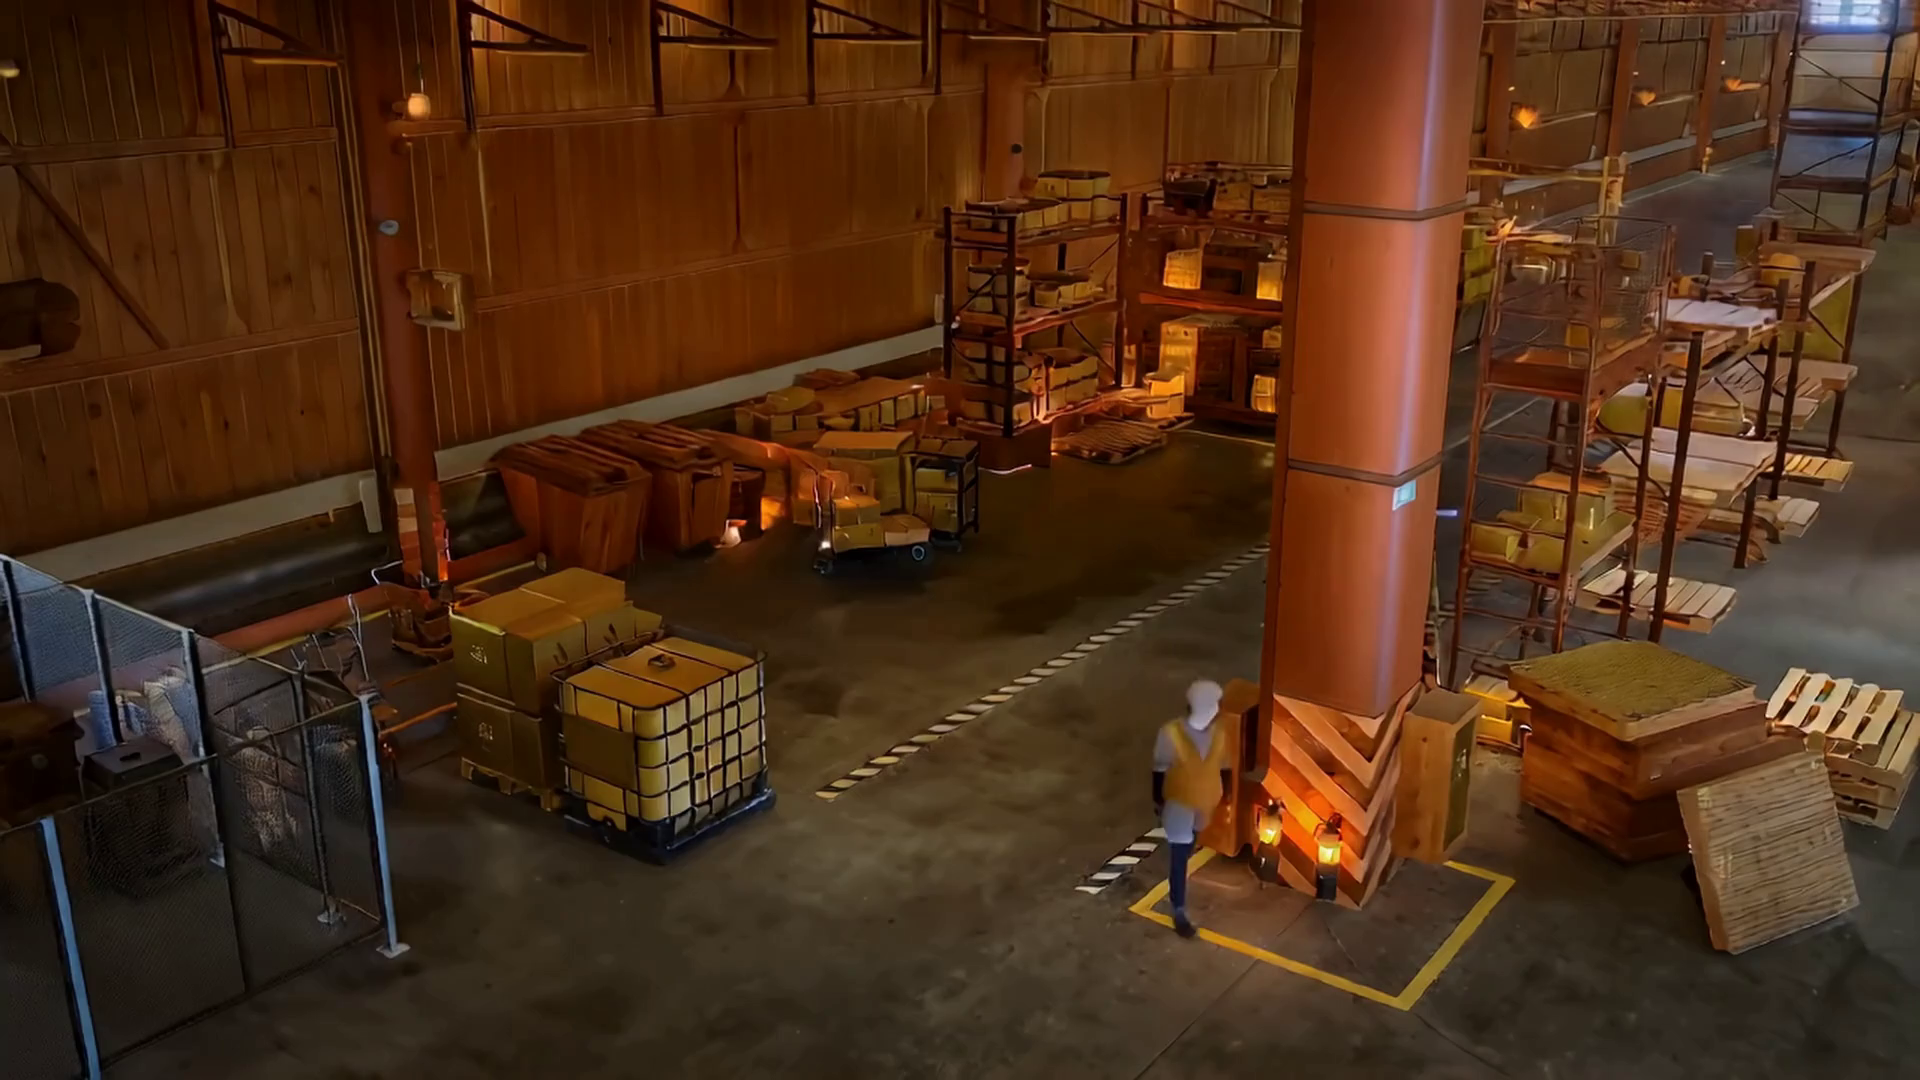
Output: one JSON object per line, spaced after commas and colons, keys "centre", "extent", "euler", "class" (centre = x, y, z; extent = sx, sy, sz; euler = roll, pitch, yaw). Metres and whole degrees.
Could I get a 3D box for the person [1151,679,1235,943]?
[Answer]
{"centre": [1.470, 1.628, 10.585], "extent": [0.522, 1.654, 0.847], "euler": [-5, 19, -16], "class": "person"}
